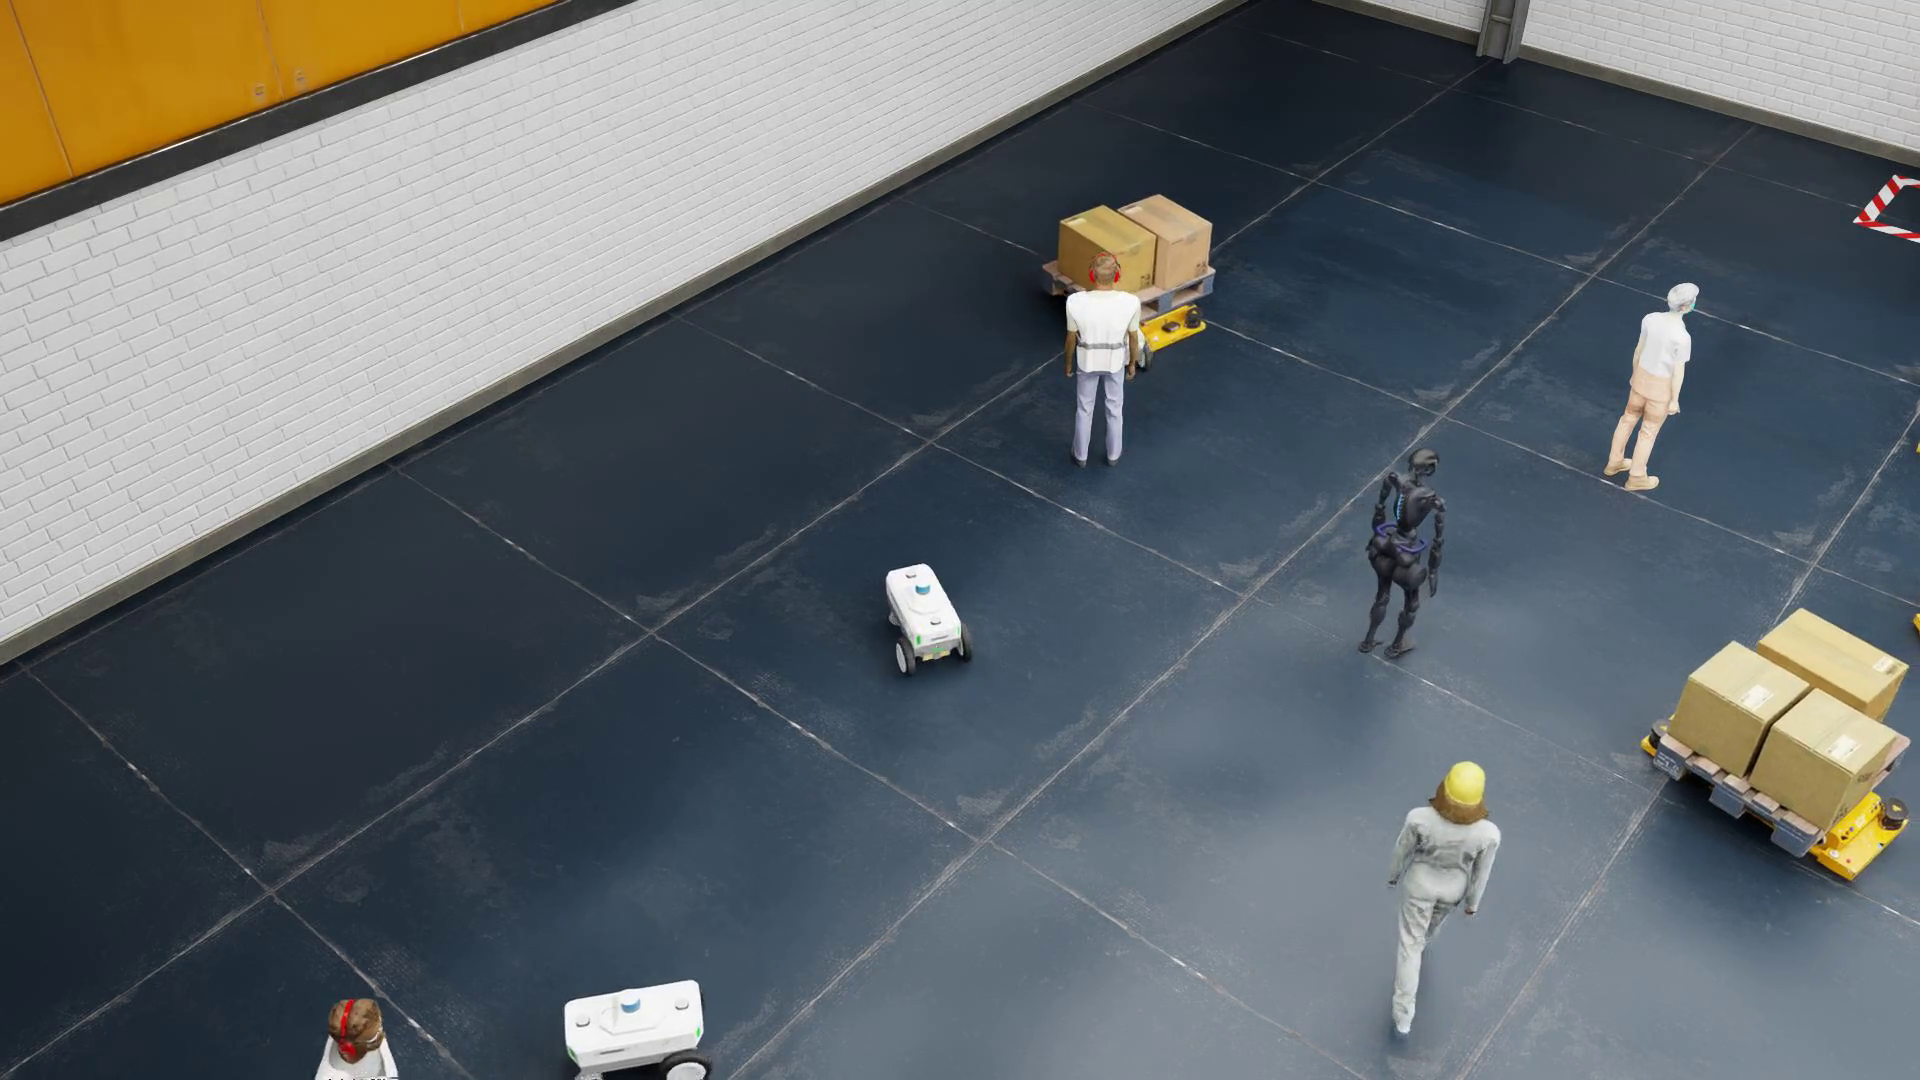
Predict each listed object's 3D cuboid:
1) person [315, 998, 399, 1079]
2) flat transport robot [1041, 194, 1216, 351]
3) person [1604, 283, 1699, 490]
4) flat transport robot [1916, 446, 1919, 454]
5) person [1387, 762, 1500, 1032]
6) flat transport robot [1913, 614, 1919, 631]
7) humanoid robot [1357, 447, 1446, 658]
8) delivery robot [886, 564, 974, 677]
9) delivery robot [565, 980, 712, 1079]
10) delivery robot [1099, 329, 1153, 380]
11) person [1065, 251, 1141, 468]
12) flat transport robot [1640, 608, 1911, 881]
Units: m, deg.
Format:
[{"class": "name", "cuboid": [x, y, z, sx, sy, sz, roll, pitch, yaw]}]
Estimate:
[{"class": "person", "cuboid": [-2.796, 2.720, 7.675, 0.666, 1.821, 0.577, -1, 39, -2]}, {"class": "flat transport robot", "cuboid": [1.489, -2.159, 14.966, 0.659, 0.231, 1.431, -25, 45, -28]}, {"class": "person", "cuboid": [5.249, -1.167, 12.556, 0.321, 1.748, 0.475, -16, 41, -19]}, {"class": "flat transport robot", "cuboid": [8.405, -0.687, 13.139, 1.431, 0.231, 0.659, -10, 40, -12]}, {"class": "person", "cuboid": [2.537, 1.834, 8.866, 0.494, 1.699, 0.865, 7, 39, 9]}, {"class": "flat transport robot", "cuboid": [7.420, 0.706, 11.410, 1.431, 0.231, 0.659, -1, 39, -1]}, {"class": "humanoid robot", "cuboid": [2.927, 0.091, 11.061, 0.336, 1.656, 0.603, -24, 45, -27]}, {"class": "delivery robot", "cuboid": [-0.239, 0.518, 11.406, 0.518, 0.582, 0.744, -13, 41, -16]}, {"class": "delivery robot", "cuboid": [-1.700, 2.605, 8.832, 0.801, 0.602, 0.499, -7, 39, -9]}, {"class": "delivery robot", "cuboid": [1.304, -1.767, 14.237, 0.499, 0.577, 0.769, -11, 40, -13]}, {"class": "person", "cuboid": [1.072, -1.344, 12.703, 0.563, 1.838, 0.391, 1, 39, 1]}, {"class": "flat transport robot", "cuboid": [5.094, 1.496, 10.430, 0.659, 0.231, 1.431, -27, 46, -30]}]
